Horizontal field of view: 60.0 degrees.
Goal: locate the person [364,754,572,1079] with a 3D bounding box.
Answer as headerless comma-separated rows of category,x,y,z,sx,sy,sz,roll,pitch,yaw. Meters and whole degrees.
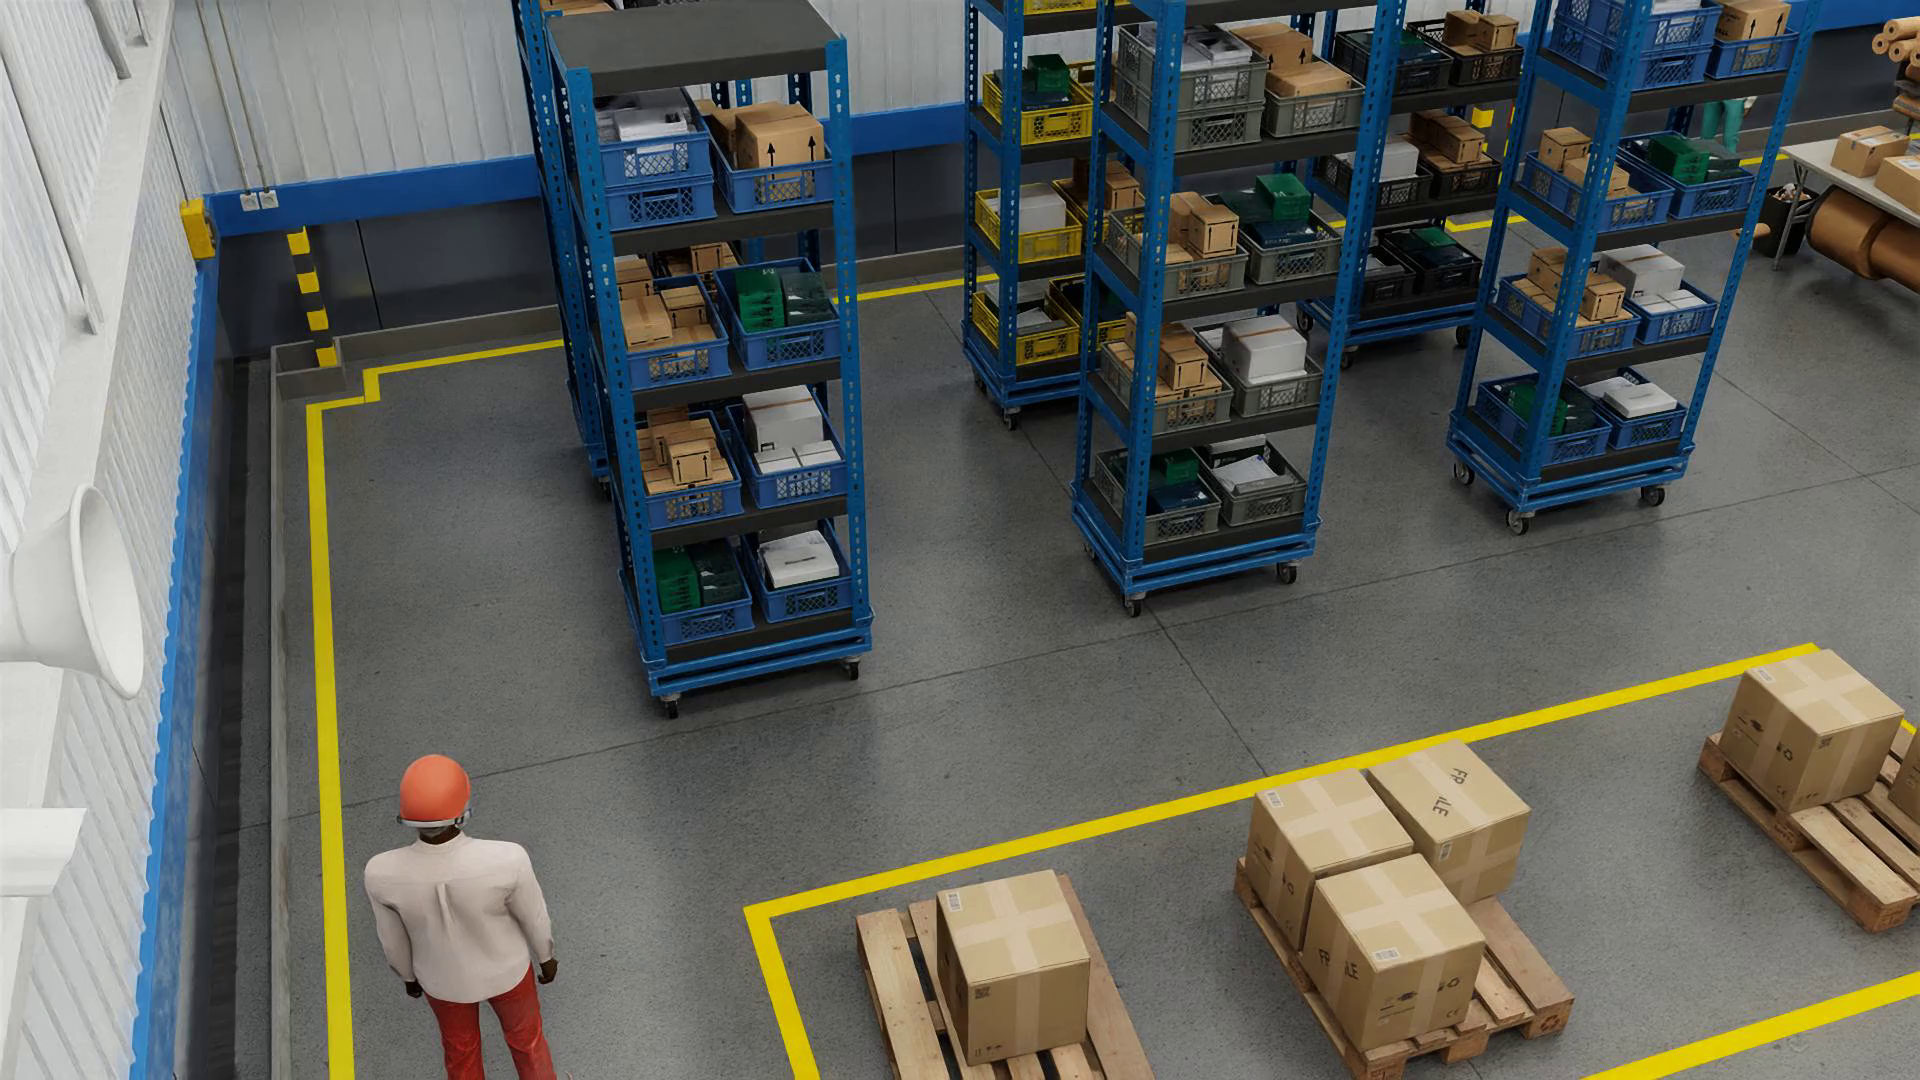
person,-1.834,1.595,6.299,0.610,1.994,0.376,-5,36,-8

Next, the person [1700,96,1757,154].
person,6.505,-3.778,14.112,0.326,1.767,0.530,-18,39,-23
